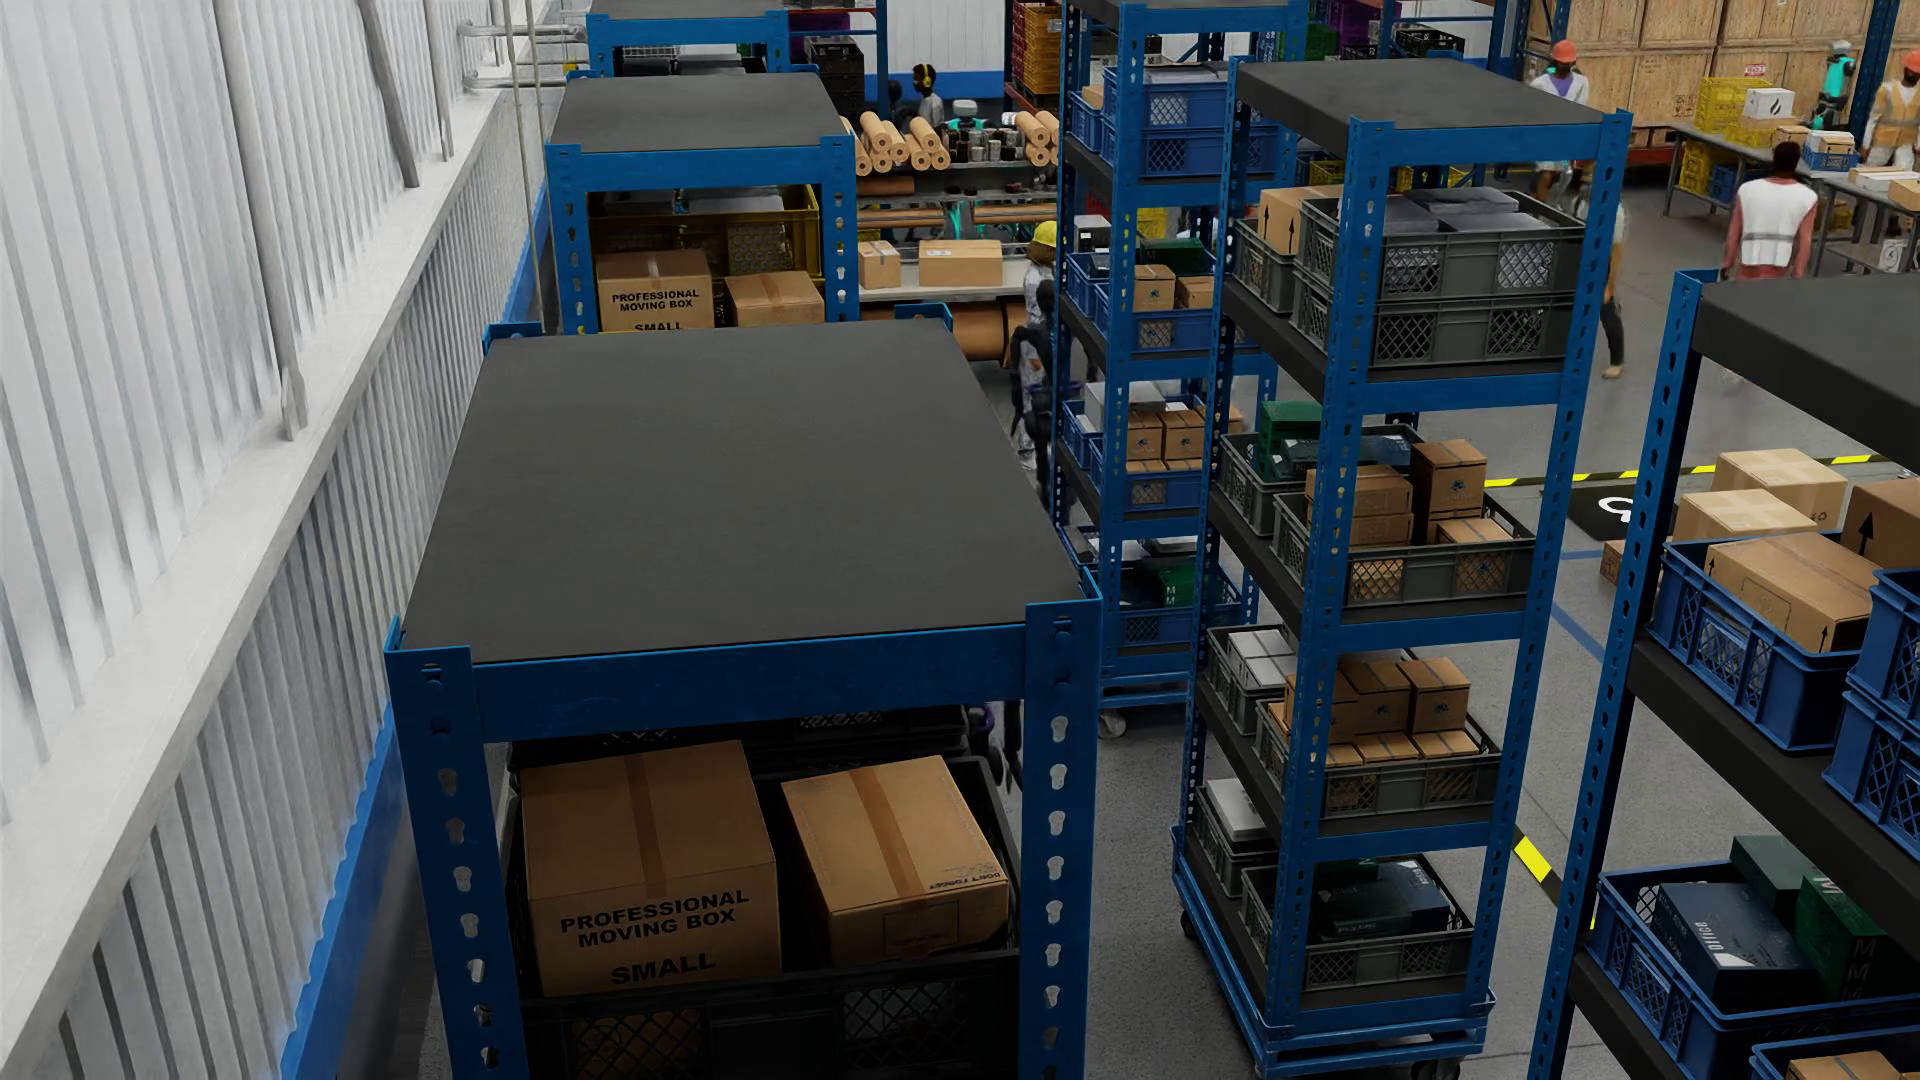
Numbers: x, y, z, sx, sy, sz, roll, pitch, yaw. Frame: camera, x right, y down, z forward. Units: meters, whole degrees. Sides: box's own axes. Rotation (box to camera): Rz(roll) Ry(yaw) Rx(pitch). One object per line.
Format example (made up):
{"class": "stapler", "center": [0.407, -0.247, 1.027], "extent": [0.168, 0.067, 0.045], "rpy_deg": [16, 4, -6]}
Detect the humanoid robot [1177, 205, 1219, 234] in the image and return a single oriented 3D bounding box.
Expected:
{"class": "humanoid robot", "center": [2.041, -2.353, 13.729], "extent": [0.609, 1.652, 0.341], "rpy_deg": [11, 27, 23]}

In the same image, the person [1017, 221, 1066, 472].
{"class": "person", "center": [0.578, -1.336, 11.443], "extent": [0.310, 1.738, 0.484], "rpy_deg": [8, 26, 17]}

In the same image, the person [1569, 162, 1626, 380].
{"class": "person", "center": [4.925, -2.074, 13.021], "extent": [1.094, 1.772, 0.529], "rpy_deg": [-16, 29, -31]}

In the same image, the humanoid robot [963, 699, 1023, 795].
{"class": "humanoid robot", "center": [-0.008, 0.895, 6.716], "extent": [0.589, 1.624, 0.766], "rpy_deg": [-5, 25, -10]}

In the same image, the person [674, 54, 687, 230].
{"class": "person", "center": [-2.874, -4.139, 17.402], "extent": [0.516, 1.857, 0.325], "rpy_deg": [10, 26, 20]}

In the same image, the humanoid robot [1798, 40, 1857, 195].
{"class": "humanoid robot", "center": [9.589, -4.746, 18.922], "extent": [0.926, 1.807, 0.536], "rpy_deg": [1, 25, 1]}

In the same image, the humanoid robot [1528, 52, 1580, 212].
{"class": "humanoid robot", "center": [6.524, -4.370, 18.012], "extent": [0.540, 1.735, 0.934], "rpy_deg": [-9, 26, -19]}

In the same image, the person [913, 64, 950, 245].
{"class": "person", "center": [-0.296, -3.854, 16.780], "extent": [0.336, 1.859, 0.506], "rpy_deg": [-7, 25, -14]}

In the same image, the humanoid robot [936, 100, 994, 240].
{"class": "humanoid robot", "center": [0.095, -3.050, 15.250], "extent": [0.538, 1.865, 0.691], "rpy_deg": [-5, 25, -11]}

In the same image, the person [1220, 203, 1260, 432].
{"class": "person", "center": [1.996, -1.651, 12.007], "extent": [0.466, 1.832, 0.581], "rpy_deg": [-2, 25, -4]}

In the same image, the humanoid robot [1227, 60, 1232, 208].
{"class": "humanoid robot", "center": [2.937, -4.437, 18.241], "extent": [0.322, 1.652, 0.593], "rpy_deg": [-8, 26, -16]}

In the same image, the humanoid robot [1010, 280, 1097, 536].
{"class": "humanoid robot", "center": [0.609, -0.838, 10.491], "extent": [0.598, 1.620, 0.786], "rpy_deg": [-1, 25, -3]}

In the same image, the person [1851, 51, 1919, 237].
{"class": "person", "center": [9.765, -4.126, 17.350], "extent": [0.600, 1.874, 1.014], "rpy_deg": [7, 26, 14]}

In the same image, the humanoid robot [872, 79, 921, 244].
{"class": "humanoid robot", "center": [-0.653, -3.830, 16.950], "extent": [0.609, 1.645, 0.483], "rpy_deg": [1, 25, 3]}

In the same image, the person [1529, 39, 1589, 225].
{"class": "person", "center": [6.195, -4.241, 17.442], "extent": [0.606, 2.011, 0.947], "rpy_deg": [-2, 25, -4]}

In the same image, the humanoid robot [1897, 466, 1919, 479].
{"class": "humanoid robot", "center": [6.431, -1.140, 10.867], "extent": [0.735, 1.671, 0.533], "rpy_deg": [-11, 27, -22]}

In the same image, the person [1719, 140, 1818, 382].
{"class": "person", "center": [6.295, -2.148, 13.013], "extent": [0.606, 1.899, 0.678], "rpy_deg": [8, 26, 16]}

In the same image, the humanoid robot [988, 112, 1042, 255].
{"class": "humanoid robot", "center": [0.560, -3.063, 15.039], "extent": [0.533, 1.677, 0.735], "rpy_deg": [10, 27, 21]}

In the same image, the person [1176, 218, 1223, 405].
{"class": "person", "center": [1.613, -1.272, 11.170], "extent": [0.391, 1.849, 0.596], "rpy_deg": [-5, 25, -10]}
